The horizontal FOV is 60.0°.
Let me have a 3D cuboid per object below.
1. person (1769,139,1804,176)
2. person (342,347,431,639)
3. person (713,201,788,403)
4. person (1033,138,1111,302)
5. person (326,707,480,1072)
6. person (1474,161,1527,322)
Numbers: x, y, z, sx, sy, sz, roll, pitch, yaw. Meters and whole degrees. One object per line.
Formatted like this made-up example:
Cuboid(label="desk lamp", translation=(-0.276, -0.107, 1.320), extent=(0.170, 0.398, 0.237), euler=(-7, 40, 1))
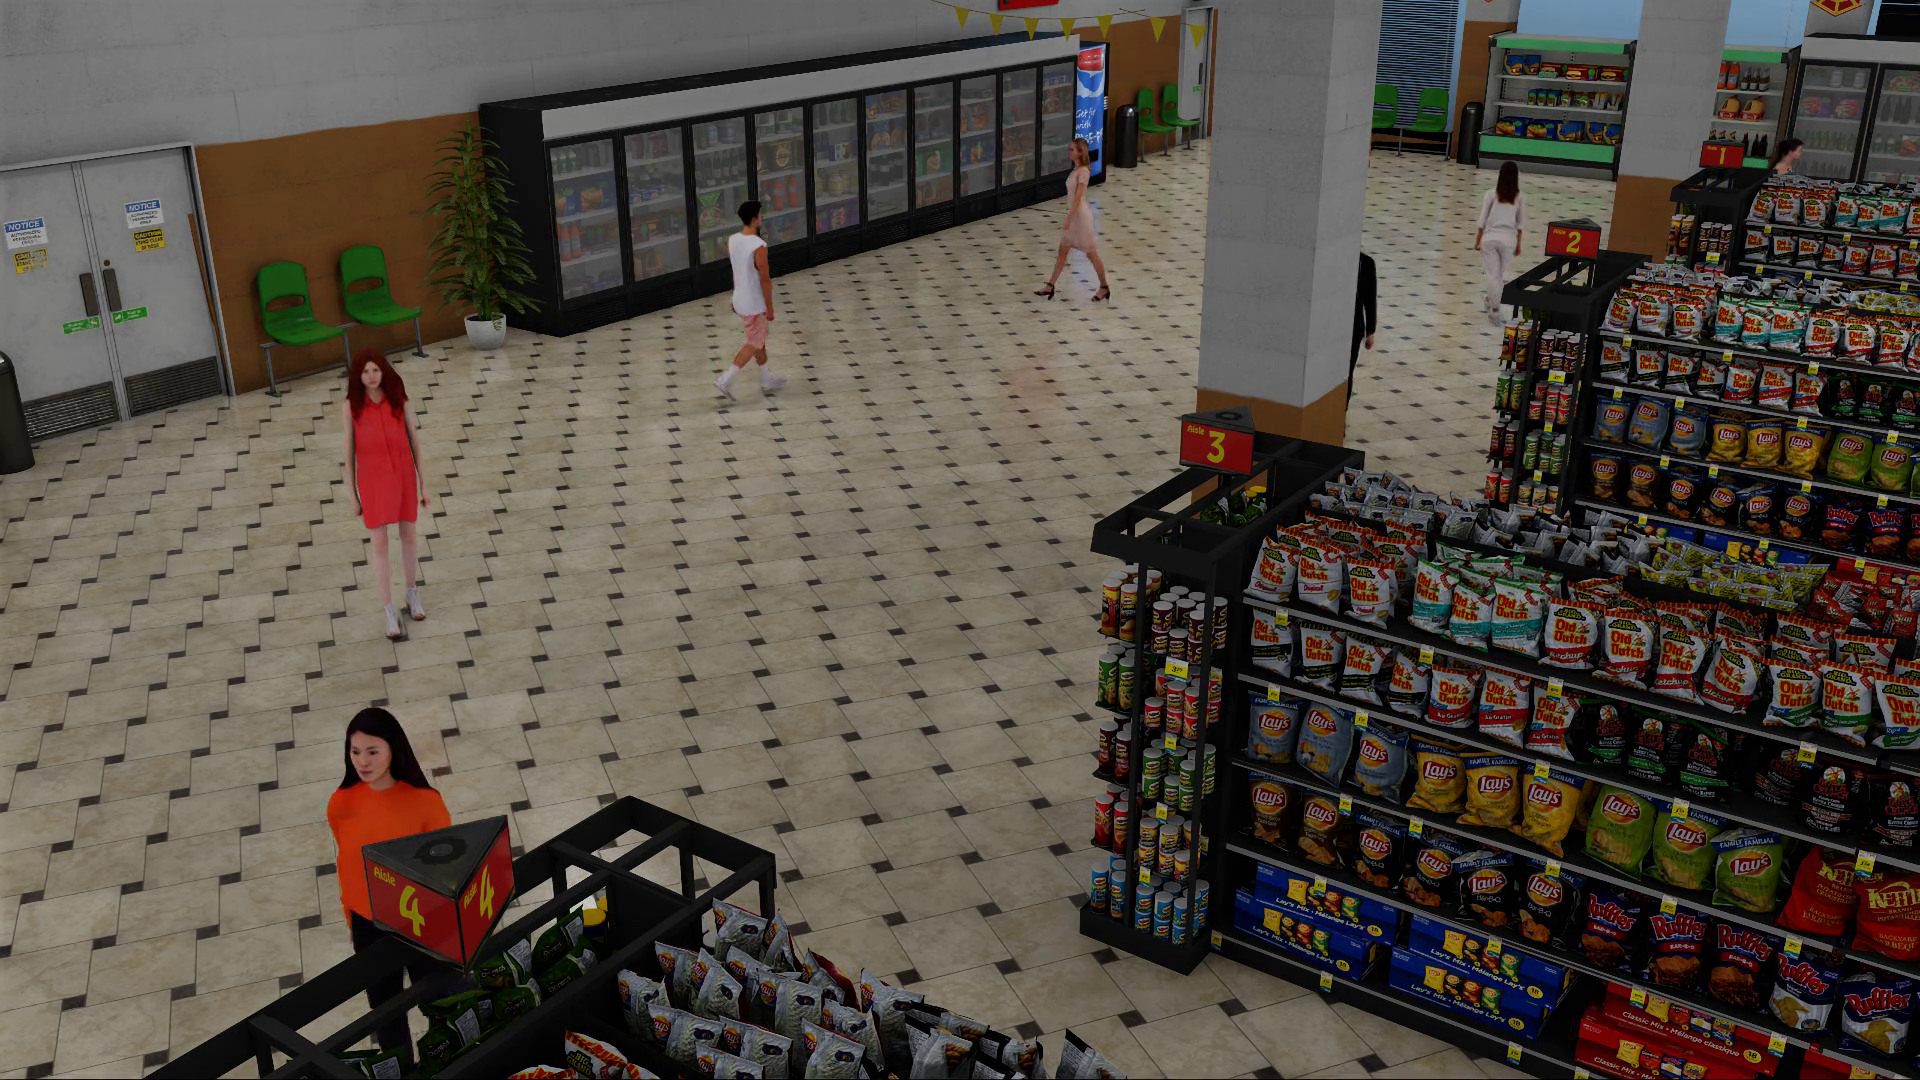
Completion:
Cuboid(label="person", translation=(9.561, -3.934, 19.695), extent=(0.977, 1.576, 0.674), euler=(9, 24, 21))
Cuboid(label="person", translation=(-3.561, -0.319, 10.364), extent=(0.763, 1.824, 0.824), euler=(-10, 24, -24))
Cuboid(label="person", translation=(-1.939, -2.115, 14.920), extent=(0.864, 1.760, 1.093), euler=(-19, 28, -38))
Cuboid(label="person", translation=(1.420, -3.456, 18.235), extent=(1.114, 1.777, 1.071), euler=(-5, 22, -11))
Cuboid(label="person", translation=(-2.060, 1.386, 6.239), extent=(0.956, 1.735, 0.920), euler=(3, 22, 8))
Cuboid(label="person", translation=(5.713, -3.124, 17.585), extent=(1.093, 1.646, 1.028), euler=(1, 22, 4))
